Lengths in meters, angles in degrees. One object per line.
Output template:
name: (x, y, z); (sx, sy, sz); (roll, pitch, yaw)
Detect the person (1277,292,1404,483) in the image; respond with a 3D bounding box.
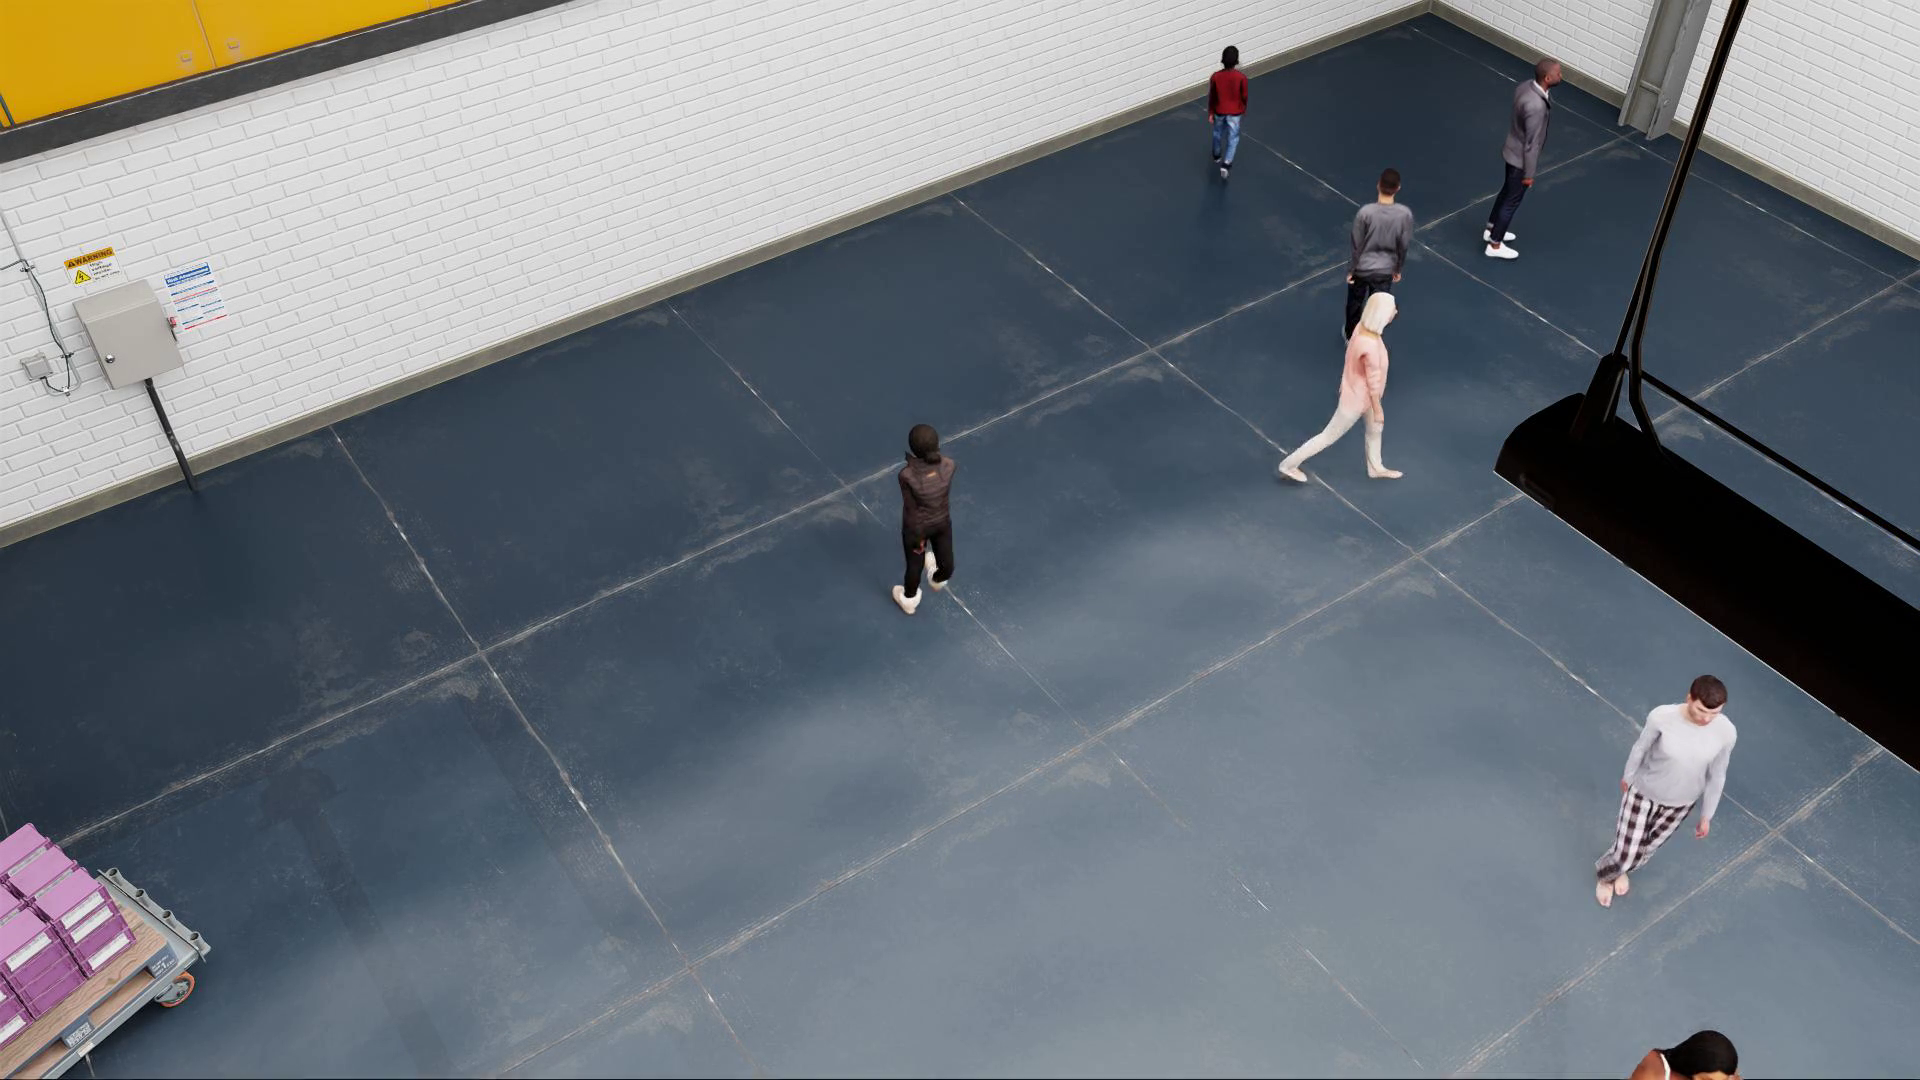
person: (2.789, -1.036, 12.049); (1.171, 1.678, 1.148); (4, 44, 4)

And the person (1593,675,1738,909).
person: (3.984, 1.360, 9.421); (0.815, 1.834, 0.875); (8, 44, 9)

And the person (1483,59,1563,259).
person: (4.817, -3.299, 14.327); (0.844, 1.812, 0.787); (7, 44, 8)

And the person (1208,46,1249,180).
person: (2.492, -3.976, 15.447); (0.822, 1.249, 0.825); (13, 45, 13)

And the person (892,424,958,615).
person: (-0.282, -0.200, 11.184); (0.612, 1.660, 0.741); (-21, 48, -21)

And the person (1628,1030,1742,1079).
person: (3.324, 2.773, 7.963); (0.796, 1.798, 0.854); (3, 44, 4)

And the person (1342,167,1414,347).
person: (3.262, -2.090, 13.113); (1.047, 1.736, 1.165); (3, 44, 3)
